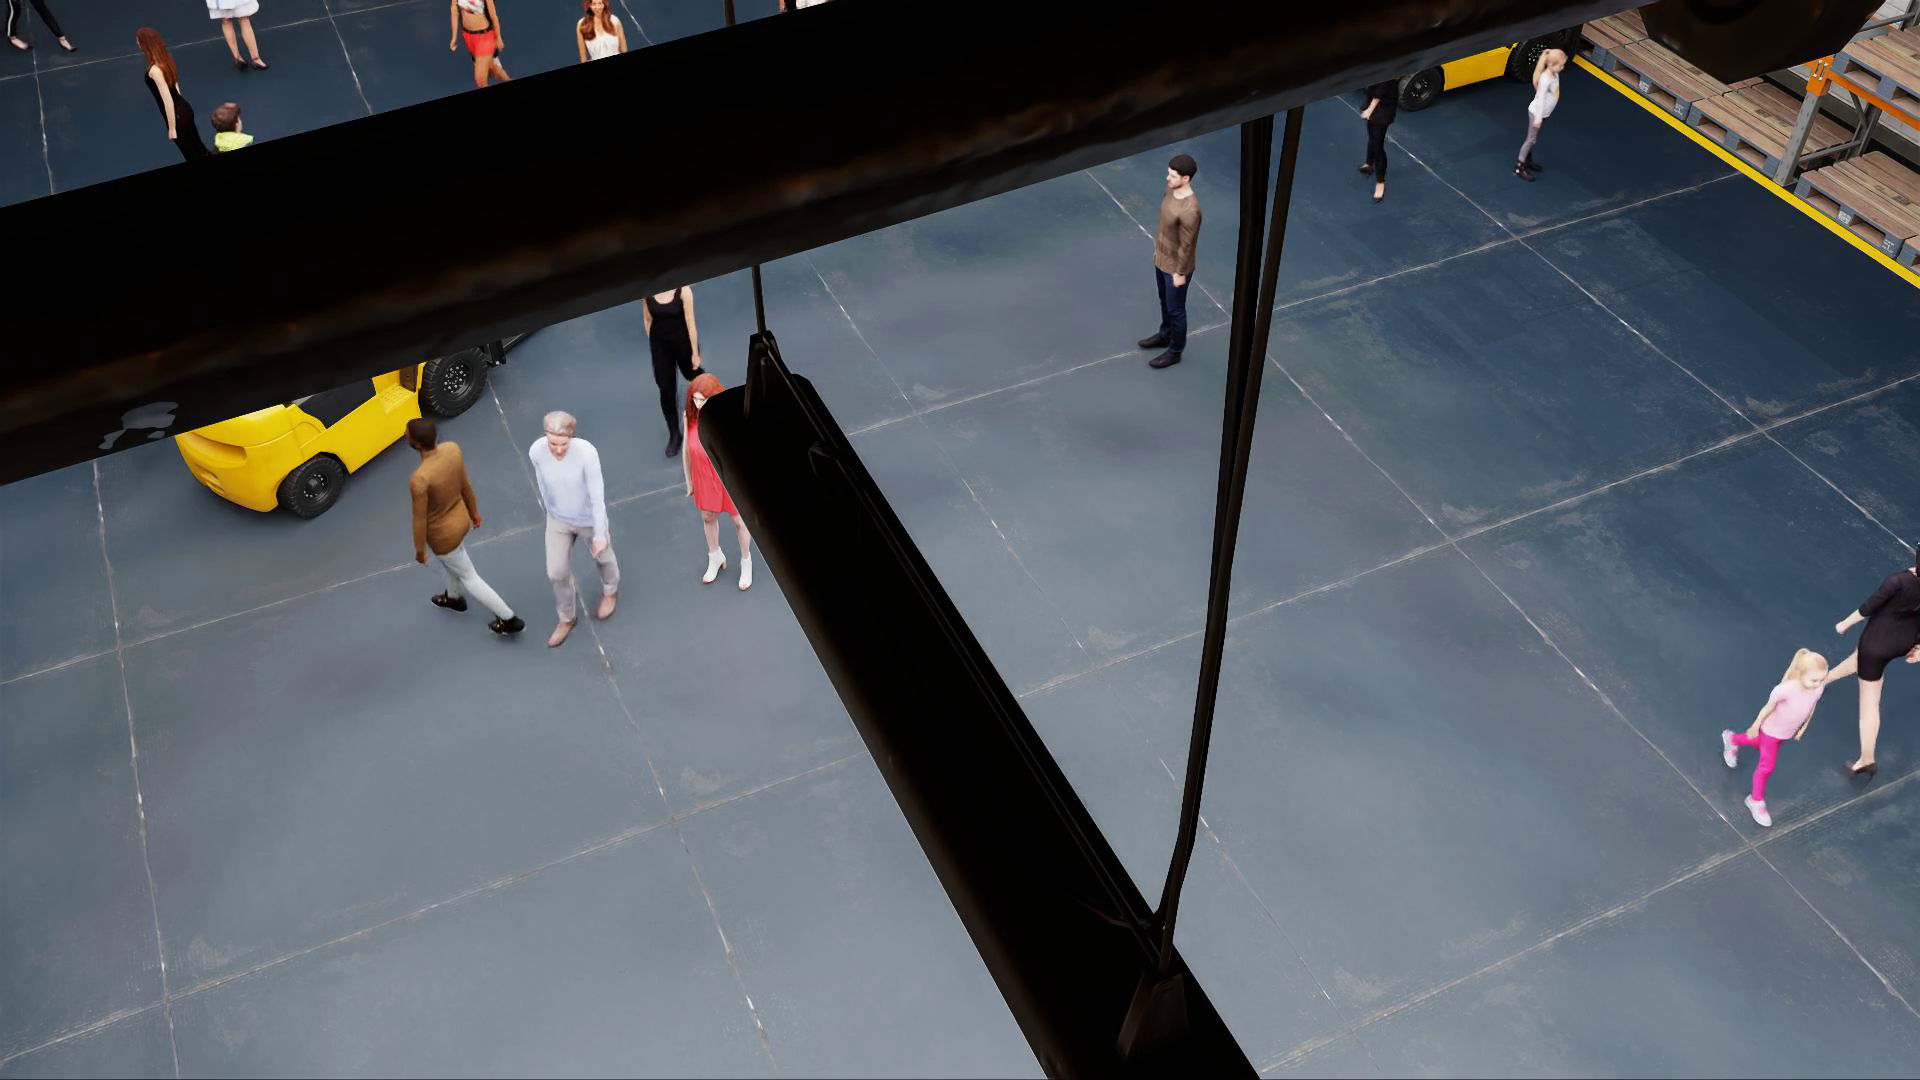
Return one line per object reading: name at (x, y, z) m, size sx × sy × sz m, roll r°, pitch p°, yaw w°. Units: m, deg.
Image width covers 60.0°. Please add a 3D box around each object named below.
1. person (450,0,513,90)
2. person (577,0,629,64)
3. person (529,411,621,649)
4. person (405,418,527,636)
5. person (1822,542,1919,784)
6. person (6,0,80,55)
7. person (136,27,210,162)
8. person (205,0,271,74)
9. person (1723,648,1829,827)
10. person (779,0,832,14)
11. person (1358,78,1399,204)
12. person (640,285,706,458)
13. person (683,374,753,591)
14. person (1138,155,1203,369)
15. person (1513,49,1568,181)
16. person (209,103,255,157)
person at (-4.580, -4.852, 16.031) m, size 1.119 × 1.751 × 1.148 m, roll 16°, pitch 46°, yaw 16°
person at (-3.275, -4.337, 15.477) m, size 0.627 × 1.771 × 0.601 m, roll -13°, pitch 45°, yaw -13°
person at (-2.504, -0.202, 11.068) m, size 0.917 × 1.865 × 1.017 m, roll 6°, pitch 44°, yaw 6°
person at (-3.290, -0.041, 10.947) m, size 1.126 × 1.798 × 1.072 m, roll 14°, pitch 45°, yaw 15°
person at (5.680, 0.738, 10.173) m, size 0.773 × 1.738 × 1.202 m, roll -8°, pitch 44°, yaw -8°
person at (-9.740, -5.712, 17.020) m, size 1.109 × 1.633 × 1.125 m, roll 5°, pitch 44°, yaw 5°
person at (-7.017, -3.798, 14.944) m, size 0.693 × 1.725 × 0.550 m, roll -5°, pitch 44°, yaw -6°
person at (-7.407, -5.594, 16.765) m, size 0.855 × 1.815 × 0.906 m, roll 8°, pitch 44°, yaw 8°
person at (4.964, 1.092, 10.153) m, size 0.613 × 1.254 × 0.931 m, roll -9°, pitch 44°, yaw -10°
person at (-1.543, -5.436, 16.597) m, size 0.790 × 1.817 × 0.817 m, roll 4°, pitch 44°, yaw 4°
person at (3.862, -3.988, 15.203) m, size 0.962 × 1.643 × 0.827 m, roll 19°, pitch 47°, yaw 19°
person at (-2.125, -1.512, 12.593) m, size 0.972 × 1.659 × 1.182 m, roll 4°, pitch 44°, yaw 4°
person at (-1.636, -0.395, 11.299) m, size 0.676 × 1.827 × 0.713 m, roll 10°, pitch 45°, yaw 10°
person at (1.706, -2.230, 13.180) m, size 0.742 × 1.888 × 0.566 m, roll -11°, pitch 45°, yaw -12°
person at (5.379, -3.981, 15.461) m, size 0.637 × 1.277 × 0.587 m, roll 20°, pitch 47°, yaw 20°
person at (-5.719, -2.578, 13.489) m, size 1.048 × 1.966 × 1.105 m, roll 15°, pitch 46°, yaw 16°
